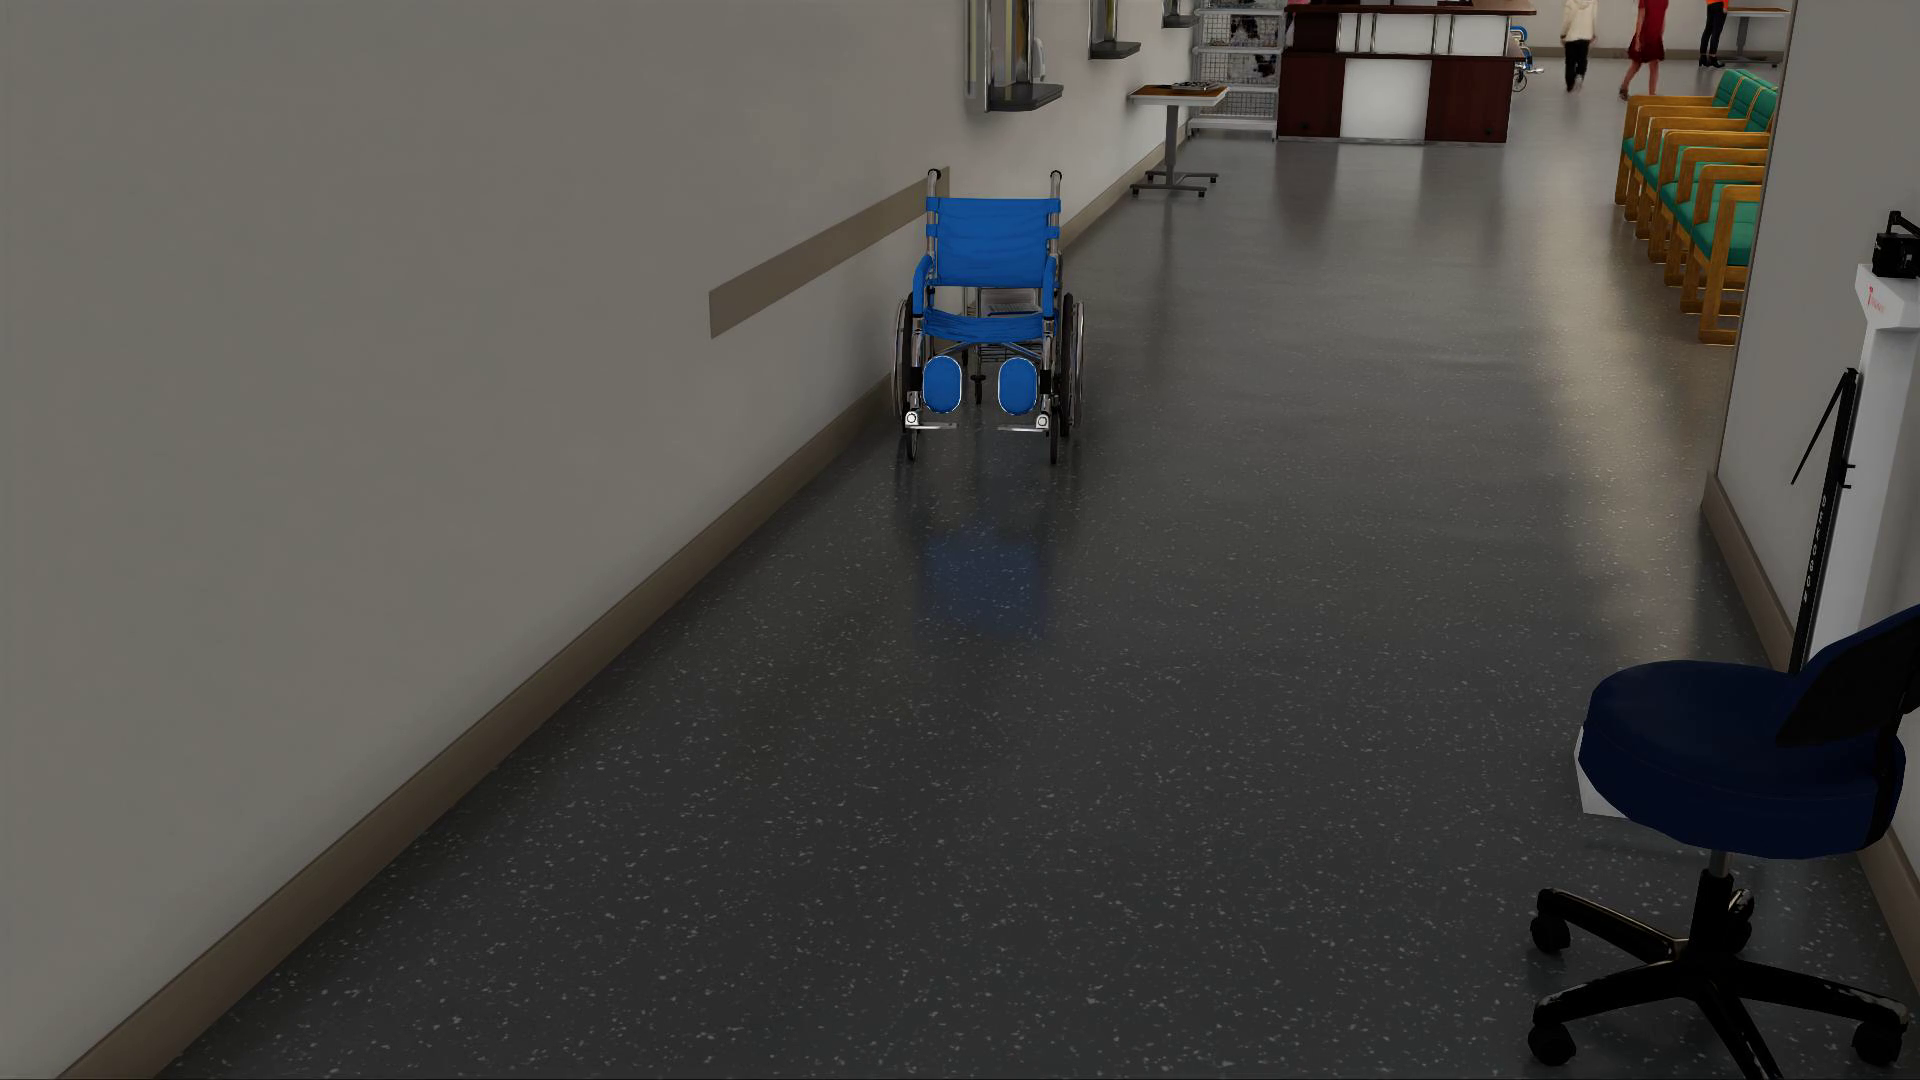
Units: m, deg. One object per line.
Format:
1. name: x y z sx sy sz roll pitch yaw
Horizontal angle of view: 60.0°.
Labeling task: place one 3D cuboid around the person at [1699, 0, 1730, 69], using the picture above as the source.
1. person: 11.407 -8.039 25.052 0.665 1.748 0.688 -2 21 -4

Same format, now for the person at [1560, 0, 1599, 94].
1. person: 7.890 -6.408 21.197 0.757 1.428 0.649 5 21 14

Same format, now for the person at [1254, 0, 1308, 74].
1. person: 4.788 -7.443 23.249 1.295 1.910 0.822 10 23 24

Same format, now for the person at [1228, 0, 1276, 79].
1. person: 3.788 -7.243 22.864 1.307 1.810 0.939 -2 21 -5

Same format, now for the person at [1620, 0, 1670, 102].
1. person: 8.286 -6.050 20.116 1.040 1.523 0.838 -2 21 -4
